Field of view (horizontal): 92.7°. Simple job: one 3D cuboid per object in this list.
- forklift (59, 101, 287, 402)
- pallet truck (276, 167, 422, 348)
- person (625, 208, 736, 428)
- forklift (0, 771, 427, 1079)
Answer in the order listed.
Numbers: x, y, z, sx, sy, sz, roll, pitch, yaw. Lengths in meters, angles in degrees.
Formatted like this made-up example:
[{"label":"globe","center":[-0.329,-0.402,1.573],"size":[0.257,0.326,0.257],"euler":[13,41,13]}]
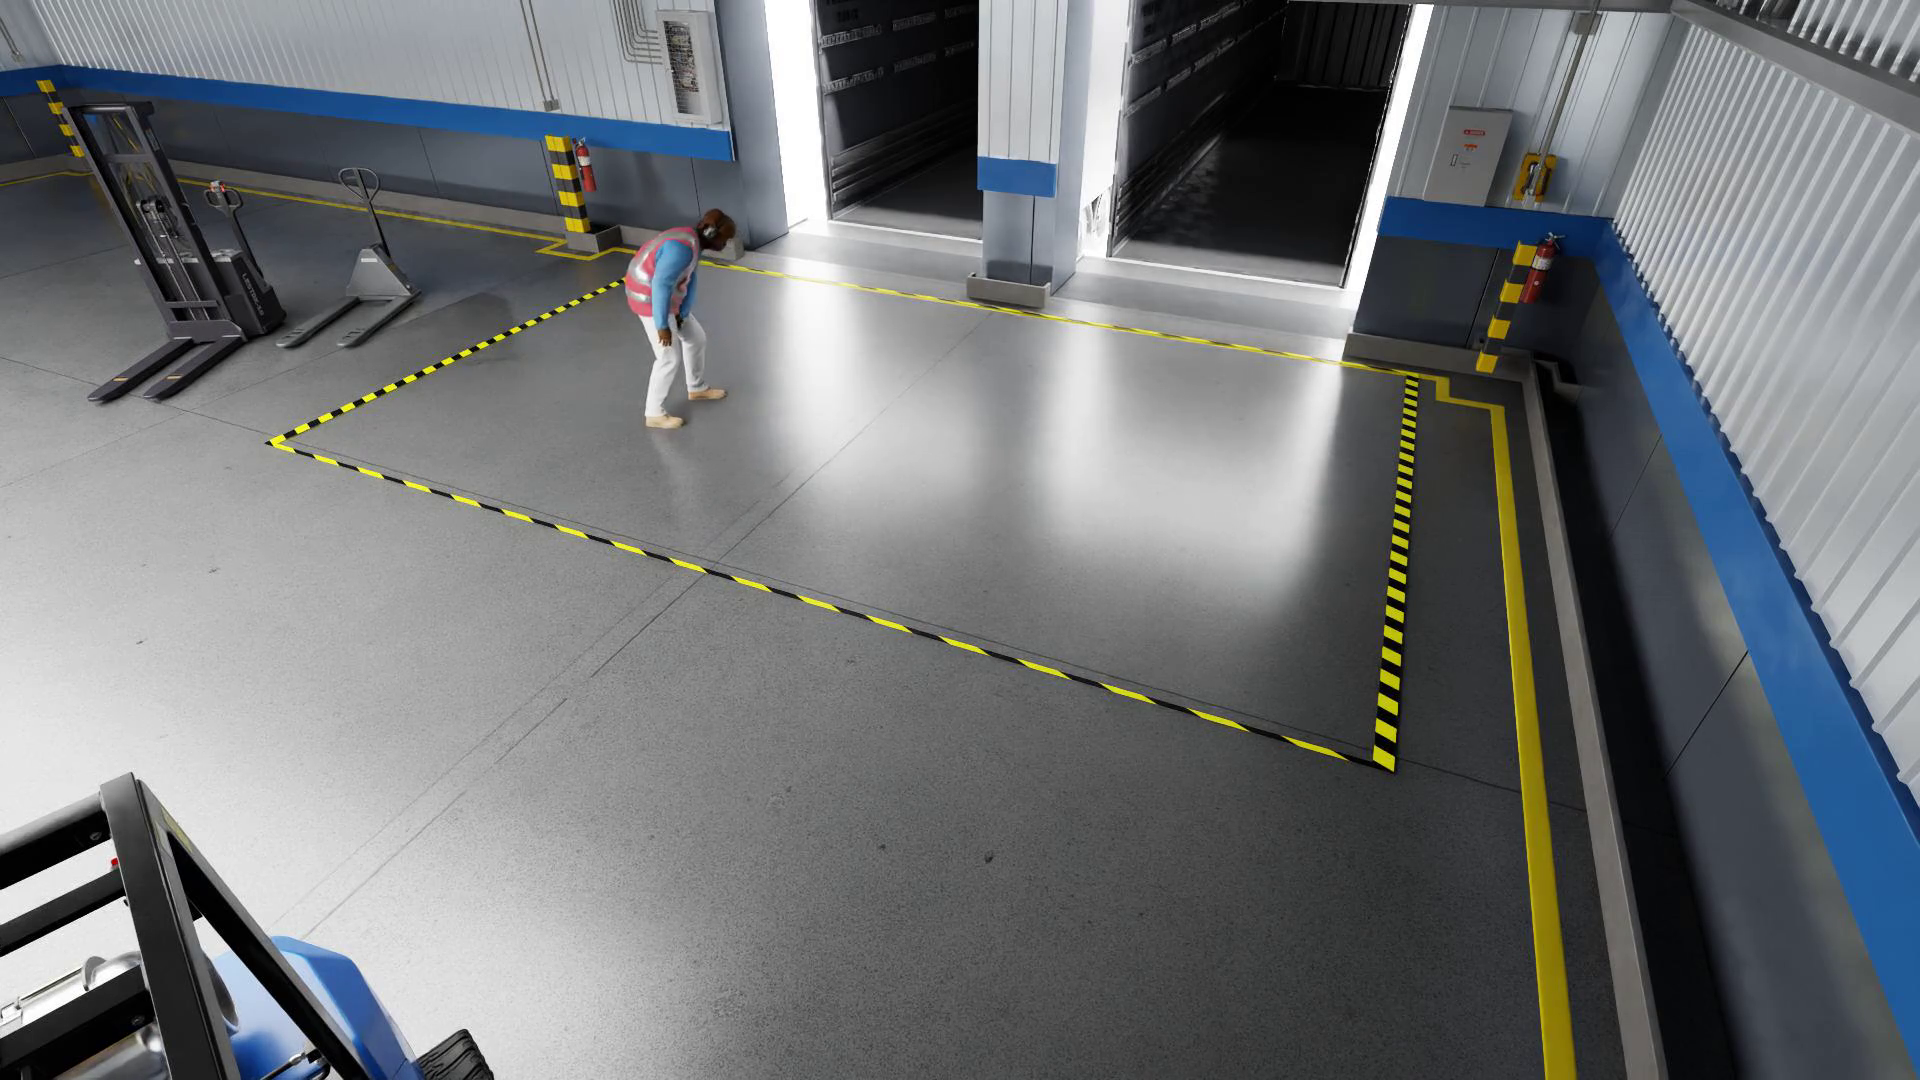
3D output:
[{"label":"forklift","center":[-6.686,-2.387,7.434],"size":[0.823,1.965,1.885],"euler":[-3,35,-5]},{"label":"pallet truck","center":[-5.732,-2.611,8.414],"size":[0.680,1.201,1.601],"euler":[-1,35,-1]},{"label":"person","center":[-2.005,-1.619,6.769],"size":[0.844,1.518,0.758],"euler":[-5,35,-7]},{"label":"forklift","center":[-1.292,1.609,1.408],"size":[1.157,2.036,2.680],"euler":[-29,44,-35]}]
